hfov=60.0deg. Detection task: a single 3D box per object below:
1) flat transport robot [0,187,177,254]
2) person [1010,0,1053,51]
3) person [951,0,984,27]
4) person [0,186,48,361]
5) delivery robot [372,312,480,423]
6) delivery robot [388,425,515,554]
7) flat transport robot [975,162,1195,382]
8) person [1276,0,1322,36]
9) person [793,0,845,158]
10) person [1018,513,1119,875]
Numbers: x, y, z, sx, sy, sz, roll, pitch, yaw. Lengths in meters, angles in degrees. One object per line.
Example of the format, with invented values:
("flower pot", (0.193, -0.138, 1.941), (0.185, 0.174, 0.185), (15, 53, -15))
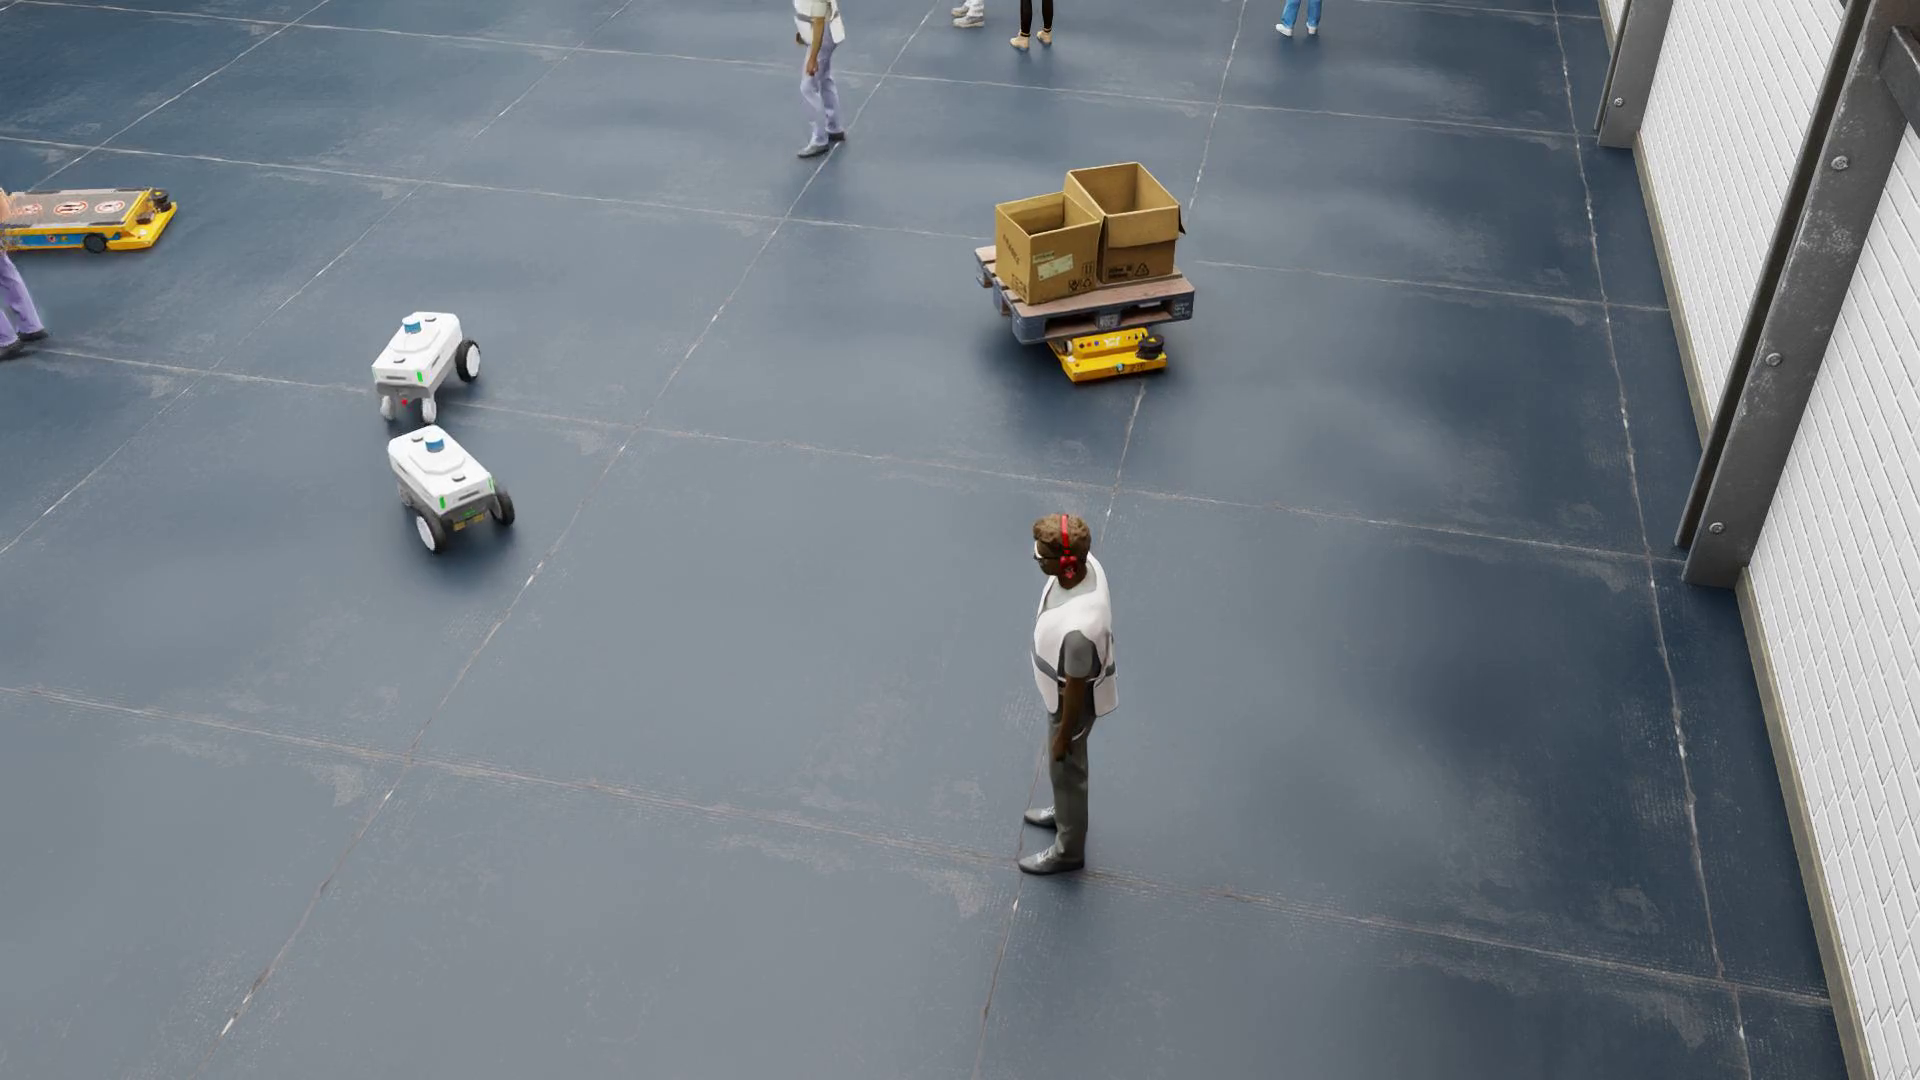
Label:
("flat transport robot", (-6.677, -2.370, 12.390), (1.431, 0.231, 0.659), (-3, 37, -3))
("person", (0.678, -5.335, 15.165), (0.535, 1.696, 0.318), (-19, 41, -24))
("person", (0.088, -5.793, 15.622), (0.339, 1.882, 0.582), (-1, 37, -2))
("person", (-6.374, -2.022, 10.622), (0.602, 1.825, 0.584), (-18, 40, -22))
("delivery robot", (-3.404, -1.136, 10.491), (0.499, 0.584, 0.783), (4, 37, 5))
("delivery robot", (-2.916, -0.318, 9.418), (0.499, 0.609, 0.805), (-27, 44, -31))
("flat transport robot", (0.834, -1.540, 11.280), (0.659, 0.231, 1.431), (-10, 38, -14))
("person", (3.239, -5.554, 15.430), (0.496, 1.729, 0.367), (-7, 37, -9))
("person", (-1.120, -3.956, 13.227), (0.404, 1.807, 0.614), (-6, 37, -8))
("person", (0.466, 0.652, 7.043), (0.407, 1.833, 0.562), (1, 37, 1))
